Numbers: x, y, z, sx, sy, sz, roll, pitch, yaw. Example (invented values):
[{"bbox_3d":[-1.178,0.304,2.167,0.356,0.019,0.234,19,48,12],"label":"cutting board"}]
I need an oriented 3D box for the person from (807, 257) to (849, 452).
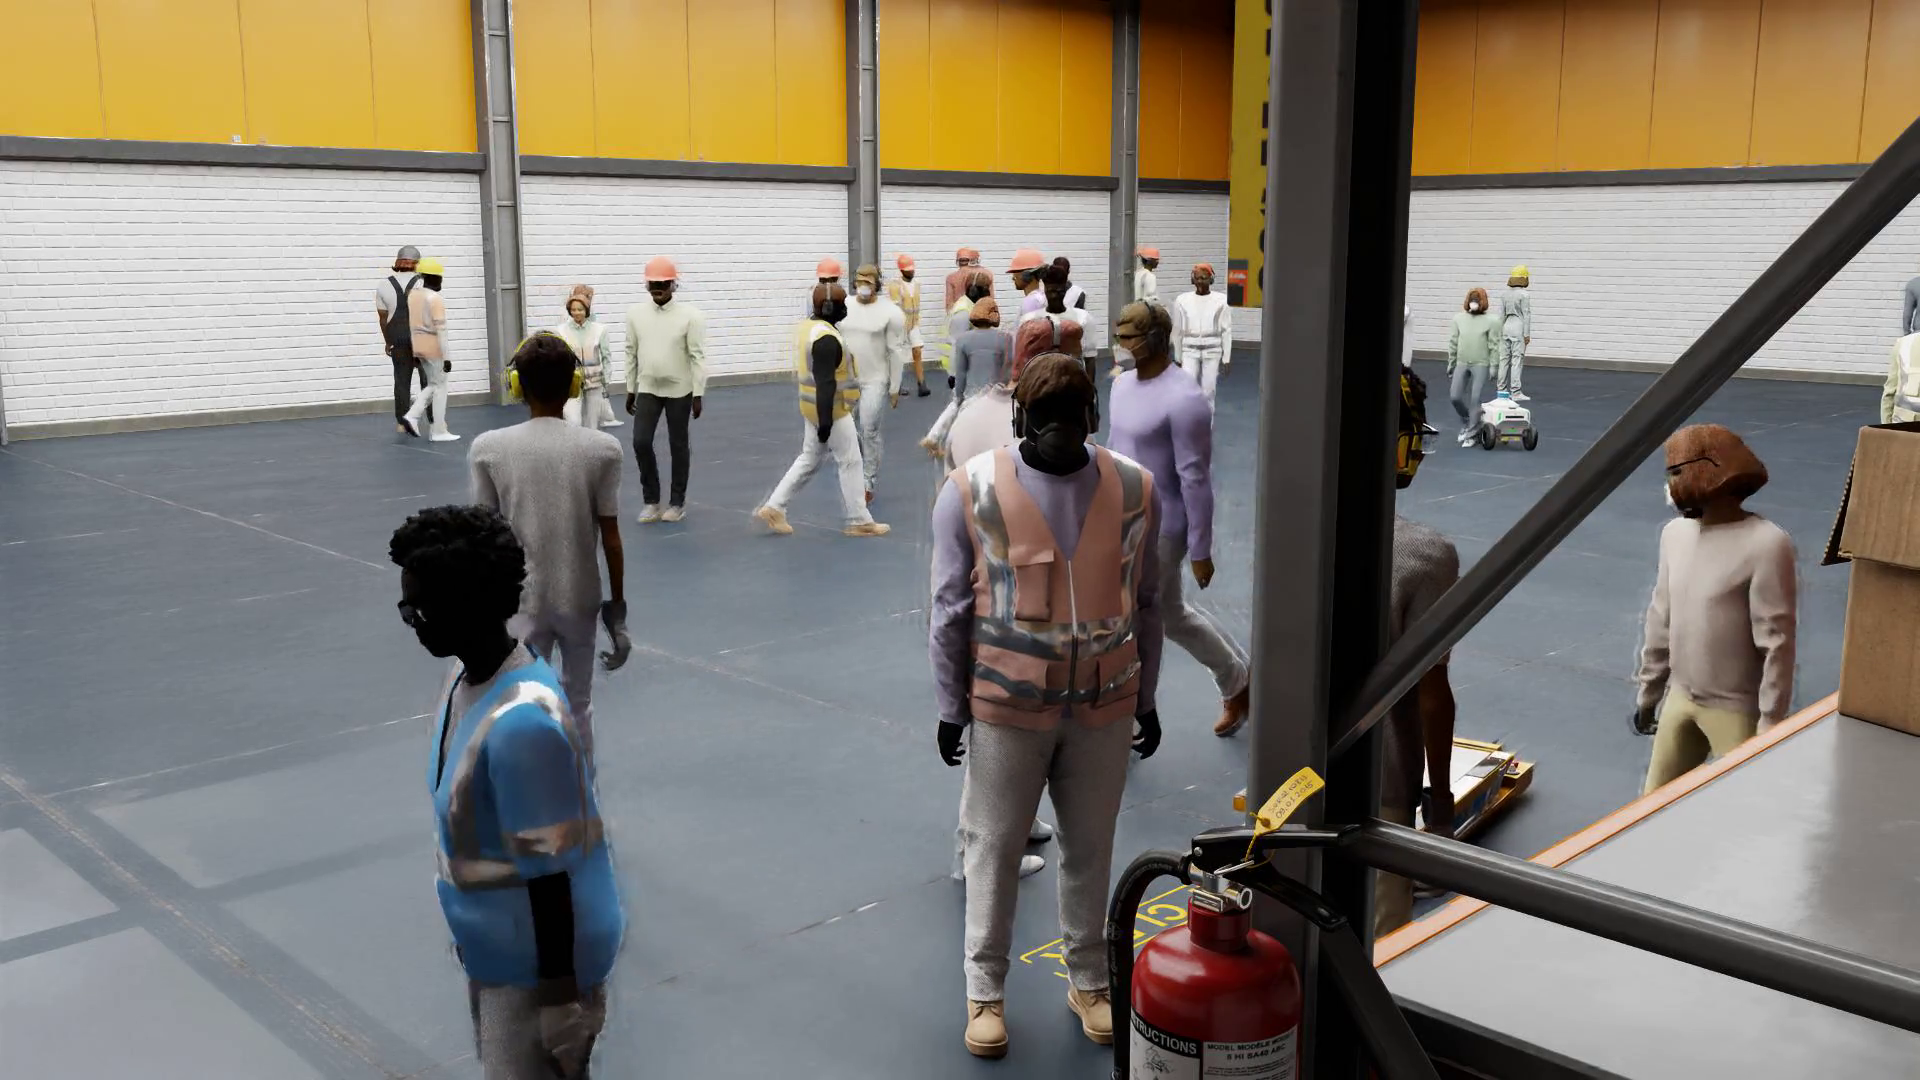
[{"bbox_3d":[-1.255,-1.844,16.541,0.560,1.916,0.656,7,12,34],"label":"person"}]

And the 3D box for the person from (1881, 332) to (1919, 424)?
[{"bbox_3d":[6.049,-0.671,10.365,0.586,1.835,0.404,8,13,38],"label":"person"}]

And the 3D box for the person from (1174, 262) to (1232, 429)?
[{"bbox_3d":[2.395,-1.807,16.467,0.582,1.874,0.409,3,11,14],"label":"person"}]

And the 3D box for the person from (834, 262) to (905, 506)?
[{"bbox_3d":[-0.735,-1.239,13.214,0.639,1.924,0.500,4,11,20],"label":"person"}]

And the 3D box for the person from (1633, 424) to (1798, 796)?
[{"bbox_3d":[2.159,0.485,4.694,0.396,1.611,0.560,-3,11,-15],"label":"person"}]

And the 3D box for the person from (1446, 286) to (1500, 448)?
[{"bbox_3d":[5.157,-1.742,16.764,0.526,1.619,0.346,7,13,35],"label":"person"}]

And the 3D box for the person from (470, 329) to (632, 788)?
[{"bbox_3d":[-1.363,0.228,5.490,0.532,1.838,0.915,-2,11,-11],"label":"person"}]

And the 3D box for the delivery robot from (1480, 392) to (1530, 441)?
[{"bbox_3d":[5.462,-1.245,16.733,0.477,0.478,0.707,0,10,-1],"label":"delivery robot"}]

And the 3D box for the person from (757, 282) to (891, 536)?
[{"bbox_3d":[-0.985,-0.911,11.738,0.891,1.816,0.617,-3,11,-17],"label":"person"}]

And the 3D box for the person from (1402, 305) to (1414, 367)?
[{"bbox_3d":[4.162,-1.766,16.468,0.601,1.791,0.921,3,11,15],"label":"person"}]

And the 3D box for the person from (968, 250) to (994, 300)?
[{"bbox_3d":[0.218,-3.570,25.998,0.638,1.903,0.408,0,10,0],"label":"person"}]

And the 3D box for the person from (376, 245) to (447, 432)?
[{"bbox_3d":[-5.945,-2.195,18.114,0.673,2.000,0.535,0,10,0],"label":"person"}]

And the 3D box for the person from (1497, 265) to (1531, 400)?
[{"bbox_3d":[7.225,-2.685,21.599,0.295,1.743,0.493,-5,12,-26],"label":"person"}]

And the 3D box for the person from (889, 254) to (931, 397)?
[{"bbox_3d":[-0.674,-2.813,21.909,0.572,1.878,0.916,-8,13,-38],"label":"person"}]

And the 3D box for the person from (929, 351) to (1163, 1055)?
[{"bbox_3d":[0.237,0.430,4.345,0.633,1.841,0.429,-2,11,-11],"label":"person"}]

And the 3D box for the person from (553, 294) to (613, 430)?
[{"bbox_3d":[-3.304,-1.338,14.613,0.512,1.614,0.638,-3,11,-16],"label":"person"}]

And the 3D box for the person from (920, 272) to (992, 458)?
[{"bbox_3d":[-0.043,-1.619,15.647,0.686,1.804,0.644,1,10,6],"label":"person"}]

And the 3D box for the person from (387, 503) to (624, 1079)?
[{"bbox_3d":[-0.770,0.753,3.064,0.534,1.678,0.563,-5,11,-25],"label":"person"}]

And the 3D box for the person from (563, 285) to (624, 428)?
[{"bbox_3d":[-4.141,-2.000,18.270,0.528,1.595,0.847,9,14,42],"label":"person"}]

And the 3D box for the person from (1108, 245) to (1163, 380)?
[{"bbox_3d":[2.591,-3.173,23.572,1.021,2.004,0.623,-1,10,-8],"label":"person"}]

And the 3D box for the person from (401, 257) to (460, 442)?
[{"bbox_3d":[-5.469,-1.948,17.120,0.602,1.907,0.487,9,14,41],"label":"person"}]

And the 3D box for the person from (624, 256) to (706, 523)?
[{"bbox_3d":[-2.198,-1.090,12.254,0.653,1.973,0.628,1,10,8],"label":"person"}]

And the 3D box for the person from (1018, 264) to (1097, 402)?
[{"bbox_3d":[0.752,-1.181,12.921,0.602,1.927,0.966,0,10,-1],"label":"person"}]

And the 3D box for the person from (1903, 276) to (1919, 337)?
[{"bbox_3d":[12.154,-2.618,20.758,0.642,1.916,0.780,9,14,41],"label":"person"}]

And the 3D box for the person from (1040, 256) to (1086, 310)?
[{"bbox_3d":[1.185,-2.299,19.071,0.600,1.899,0.759,8,13,37],"label":"person"}]

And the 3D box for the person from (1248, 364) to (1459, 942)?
[{"bbox_3d":[0.857,0.548,3.624,0.323,1.870,0.518,-9,14,-40],"label":"person"}]

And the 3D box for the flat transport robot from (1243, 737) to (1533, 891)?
[{"bbox_3d":[1.528,0.915,5.983,0.652,0.197,1.431,7,13,34],"label":"flat transport robot"}]

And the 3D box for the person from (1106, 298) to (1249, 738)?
[{"bbox_3d":[0.875,-0.045,6.825,0.975,1.901,0.632,-4,11,-19],"label":"person"}]

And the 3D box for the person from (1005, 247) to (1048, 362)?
[{"bbox_3d":[0.540,-1.318,13.352,0.413,2.035,0.636,2,11,10],"label":"person"}]

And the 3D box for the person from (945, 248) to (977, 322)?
[{"bbox_3d":[0.092,-3.360,24.759,0.626,1.949,1.042,-1,10,-6],"label":"person"}]

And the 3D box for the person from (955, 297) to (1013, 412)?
[{"bbox_3d":[0.206,-1.159,13.574,0.499,1.632,0.285,3,11,14],"label":"person"}]

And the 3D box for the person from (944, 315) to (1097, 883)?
[{"bbox_3d":[0.265,0.200,5.504,0.669,1.876,0.650,-7,12,-33],"label":"person"}]
